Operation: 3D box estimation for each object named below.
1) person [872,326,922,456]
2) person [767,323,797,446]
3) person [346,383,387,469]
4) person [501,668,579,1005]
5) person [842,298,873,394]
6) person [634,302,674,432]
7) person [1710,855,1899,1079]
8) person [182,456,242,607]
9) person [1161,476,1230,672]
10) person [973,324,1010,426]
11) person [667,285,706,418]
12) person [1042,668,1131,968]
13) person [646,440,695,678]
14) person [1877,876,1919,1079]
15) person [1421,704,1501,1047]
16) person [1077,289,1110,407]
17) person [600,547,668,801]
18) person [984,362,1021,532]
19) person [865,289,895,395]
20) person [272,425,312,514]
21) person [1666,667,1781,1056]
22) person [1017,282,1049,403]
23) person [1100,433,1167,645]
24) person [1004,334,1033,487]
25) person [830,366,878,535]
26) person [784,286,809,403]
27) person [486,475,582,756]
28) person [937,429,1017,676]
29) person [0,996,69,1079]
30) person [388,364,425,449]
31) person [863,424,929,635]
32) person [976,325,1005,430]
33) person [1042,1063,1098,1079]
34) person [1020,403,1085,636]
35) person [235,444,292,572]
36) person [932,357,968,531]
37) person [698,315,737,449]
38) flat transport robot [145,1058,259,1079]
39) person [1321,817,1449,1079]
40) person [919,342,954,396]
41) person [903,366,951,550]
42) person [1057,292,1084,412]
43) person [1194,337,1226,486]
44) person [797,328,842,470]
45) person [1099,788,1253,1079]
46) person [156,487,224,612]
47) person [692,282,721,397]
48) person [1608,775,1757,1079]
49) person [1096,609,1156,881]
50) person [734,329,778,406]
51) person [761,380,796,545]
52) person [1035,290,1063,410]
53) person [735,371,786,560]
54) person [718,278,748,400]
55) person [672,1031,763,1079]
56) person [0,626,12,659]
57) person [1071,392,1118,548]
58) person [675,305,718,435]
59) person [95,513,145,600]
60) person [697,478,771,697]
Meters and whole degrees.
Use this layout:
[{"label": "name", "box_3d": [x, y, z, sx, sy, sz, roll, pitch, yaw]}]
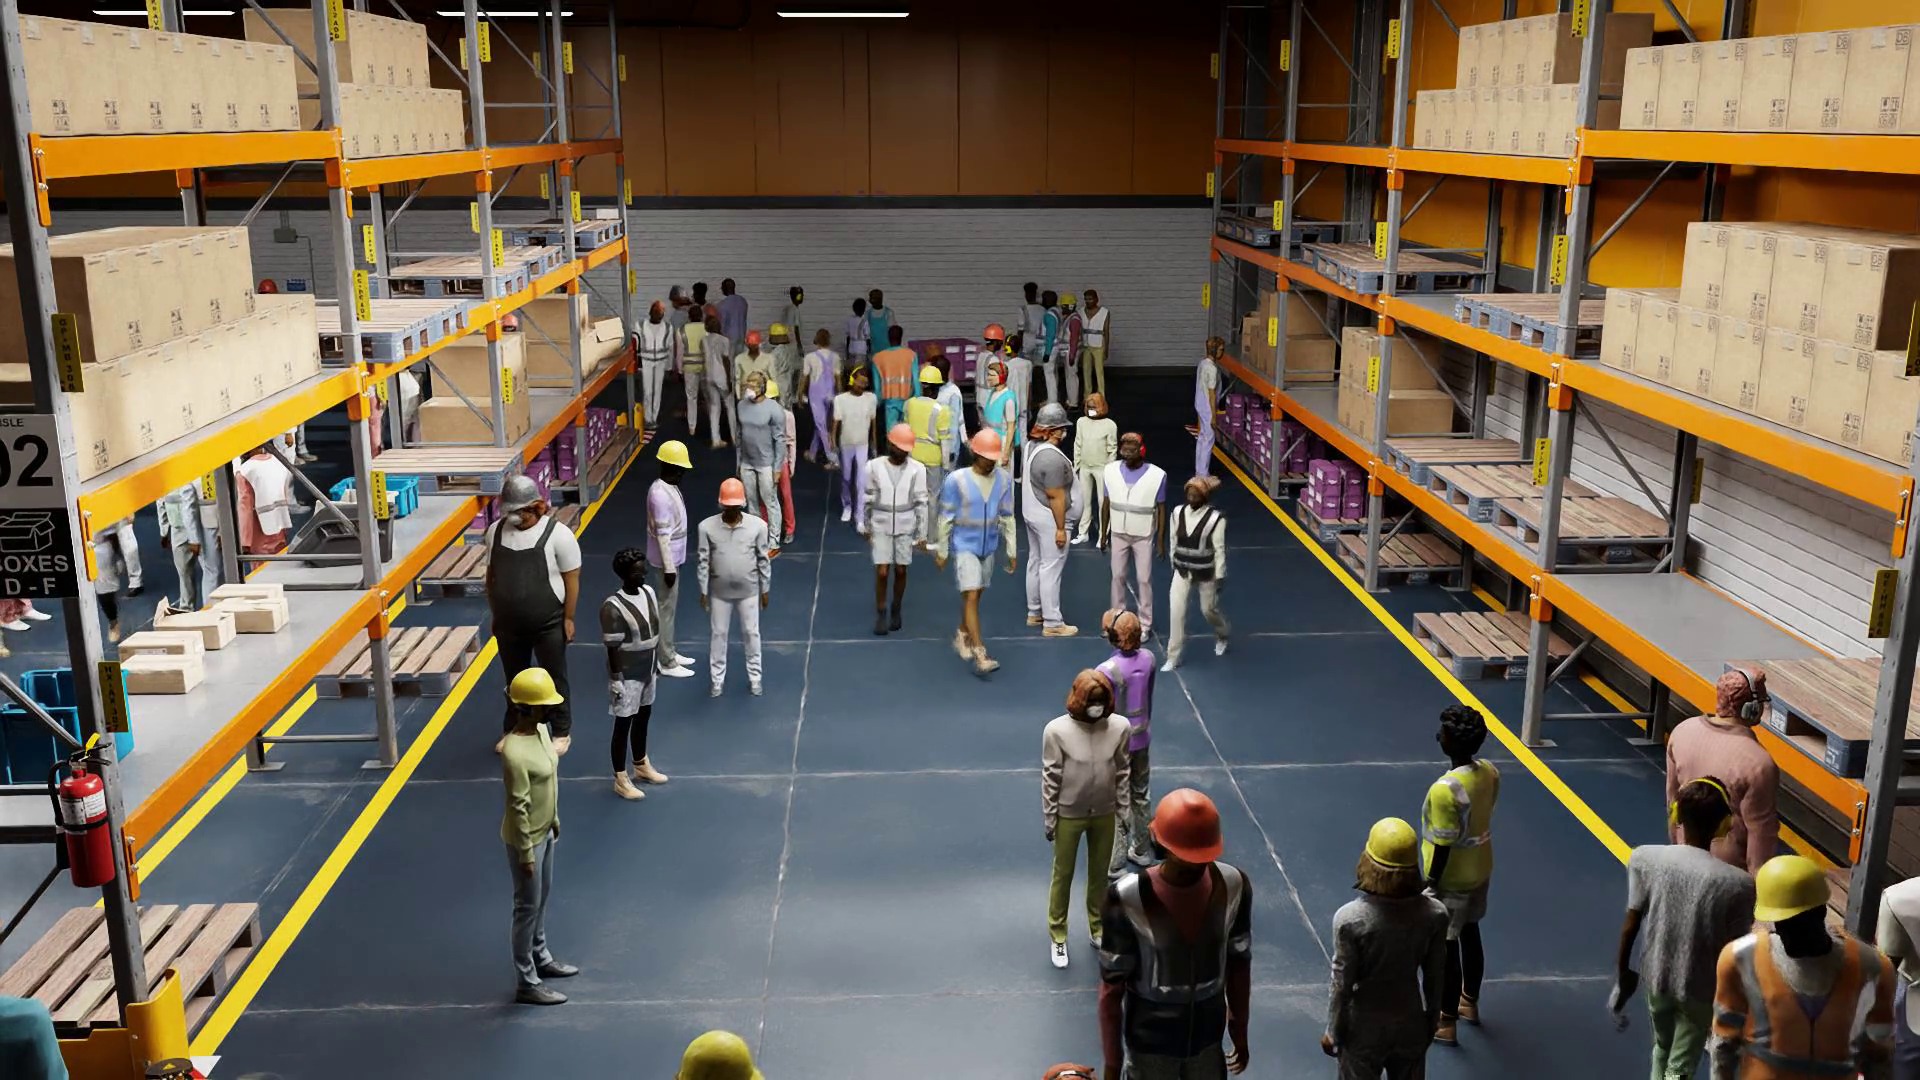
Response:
[{"label": "person", "box_3d": [-0.785, -1.788, 21.139, 0.645, 1.840, 1.020, 1, 14, 2]}, {"label": "person", "box_3d": [-2.411, -2.037, 22.331, 0.339, 1.737, 0.484, 5, 15, 18]}, {"label": "person", "box_3d": [-7.571, -1.873, 21.187, 0.620, 1.986, 0.408, 4, 15, 14]}, {"label": "person", "box_3d": [-2.140, 1.489, 8.434, 0.340, 1.762, 0.525, 0, 14, 1]}, {"label": "person", "box_3d": [-1.600, -2.958, 26.102, 0.888, 1.656, 0.537, -11, 18, -38]}, {"label": "person", "box_3d": [-4.405, -2.480, 23.861, 0.655, 1.836, 0.872, -5, 15, -17]}, {"label": "person", "box_3d": [3.038, 2.035, 6.030, 0.617, 1.884, 0.666, 4, 15, 15]}, {"label": "person", "box_3d": [-6.417, -0.098, 14.377, 0.405, 1.909, 0.597, 8, 16, 28]}, {"label": "person", "box_3d": [1.970, 0.251, 13.618, 0.522, 1.615, 0.748, 11, 18, 36]}, {"label": "person", "box_3d": [0.451, -1.916, 21.688, 0.628, 1.823, 0.719, 11, 18, 37]}, {"label": "person", "box_3d": [-4.032, -2.783, 24.644, 0.683, 2.000, 0.695, 6, 15, 21]}, {"label": "person", "box_3d": [0.669, 1.458, 8.811, 0.497, 1.632, 0.289, -5, 15, -17]}, {"label": "person", "box_3d": [-2.325, 0.144, 13.401, 0.387, 1.916, 0.585, -1, 14, -5]}, {"label": "person", "box_3d": [3.868, 1.919, 6.599, 0.559, 1.836, 0.394, 0, 14, -1]}, {"label": "person", "box_3d": [2.399, 1.614, 8.069, 0.318, 1.695, 0.539, 13, 19, 42]}, {"label": "person", "box_3d": [2.058, -2.973, 25.816, 0.574, 1.830, 0.410, 8, 16, 28]}, {"label": "person", "box_3d": [-2.151, 0.866, 11.005, 0.316, 1.695, 0.541, 6, 15, 22]}, {"label": "person", "box_3d": [0.446, -1.020, 18.111, 0.389, 1.847, 0.566, -6, 15, -21]}, {"label": "person", "box_3d": [-1.245, -2.992, 25.898, 0.531, 1.833, 0.376, 7, 16, 24]}, {"label": "person", "box_3d": [-7.674, -1.269, 18.884, 0.391, 1.948, 0.605, -8, 16, -28]}, {"label": "person", "box_3d": [3.669, 1.527, 7.993, 0.409, 1.908, 0.640, -5, 15, -18]}, {"label": "person", "box_3d": [1.183, -3.064, 26.008, 0.622, 1.922, 0.877, -6, 15, -21]}, {"label": "person", "box_3d": [1.477, -0.014, 14.213, 0.611, 1.829, 0.486, 6, 15, 21]}, {"label": "person", "box_3d": [0.667, -1.569, 20.243, 0.513, 1.862, 0.320, -9, 17, -32]}, {"label": "person", "box_3d": [-1.156, -1.011, 18.174, 0.532, 1.804, 1.025, -2, 14, -8]}, {"label": "person", "box_3d": [-2.533, -3.048, 26.067, 0.592, 1.844, 0.538, -7, 16, -24]}, {"label": "person", "box_3d": [-3.018, 0.525, 11.656, 0.681, 2.000, 0.536, 3, 15, 11]}, {"label": "person", "box_3d": [0.199, 0.097, 13.435, 0.627, 1.989, 1.021, -7, 16, -27]}, {"label": "person", "box_3d": [-3.258, 2.104, 5.569, 0.611, 1.985, 0.393, -3, 15, -12]}, {"label": "person", "box_3d": [-6.629, -1.464, 20.014, 0.315, 1.768, 0.526, 9, 17, 31]}, {"label": "person", "box_3d": [-0.557, -0.103, 14.410, 0.559, 1.888, 0.649, -1, 14, -4]}, {"label": "person", "box_3d": [0.400, -1.702, 20.629, 0.385, 1.929, 0.543, -5, 15, -19]}, {"label": "person", "box_3d": [0.311, 2.370, 4.743, 0.575, 1.880, 0.358, 2, 14, 6]}, {"label": "person", "box_3d": [0.815, -0.193, 14.475, 0.537, 2.000, 0.682, -5, 15, -19]}, {"label": "person", "box_3d": [-5.939, -0.064, 14.240, 0.402, 1.909, 0.599, 3, 15, 11]}, {"label": "person", "box_3d": [-0.158, -1.055, 18.152, 0.443, 1.895, 0.611, -6, 15, -21]}, {"label": "person", "box_3d": [-3.286, -2.162, 22.699, 0.598, 1.790, 0.647, 6, 15, 22]}, {"label": "flat transport robot", "box_3d": [-3.394, 2.632, 6.914, 0.652, 0.197, 1.431, 1, 14, 4]}, {"label": "person", "box_3d": [1.691, 1.940, 6.695, 0.494, 1.743, 0.308, -3, 15, -11]}, {"label": "person", "box_3d": [-0.312, -1.743, 21.400, 0.507, 1.617, 0.402, 1, 14, 3]}, {"label": "person", "box_3d": [-0.330, -0.854, 17.328, 0.582, 1.919, 0.392, 10, 17, 34]}, {"label": "person", "box_3d": [1.677, -2.868, 25.407, 0.403, 1.825, 0.591, -1, 14, -5]}, {"label": "person", "box_3d": [3.049, -1.567, 20.292, 0.360, 1.834, 0.520, -2, 14, -6]}, {"label": "person", "box_3d": [-1.779, -1.817, 21.353, 0.518, 1.795, 0.946, -11, 18, -36]}, {"label": "person", "box_3d": [0.829, 1.889, 6.332, 0.611, 2.032, 0.411, -4, 15, -15]}, {"label": "person", "box_3d": [-6.615, -0.099, 14.351, 0.587, 1.920, 0.390, 1, 14, 3]}, {"label": "person", "box_3d": [-3.934, -3.113, 26.217, 0.736, 1.923, 0.666, -9, 17, -31]}, {"label": "person", "box_3d": [2.991, 1.862, 6.885, 0.518, 1.839, 0.909, 13, 19, 41]}, {"label": "person", "box_3d": [0.957, 1.202, 9.798, 0.313, 1.639, 0.517, 13, 19, 42]}, {"label": "person", "box_3d": [-2.682, -1.929, 21.914, 0.570, 1.729, 0.709, 0, 14, -1]}, {"label": "person", "box_3d": [-1.978, -0.813, 17.483, 0.526, 1.758, 0.352, 3, 15, 10]}, {"label": "person", "box_3d": [1.370, -2.914, 25.559, 0.429, 1.842, 0.633, 3, 15, 12]}, {"label": "person", "box_3d": [-2.039, -0.759, 16.901, 0.627, 1.940, 0.370, 10, 17, 34]}, {"label": "person", "box_3d": [-3.627, -3.203, 26.520, 0.374, 1.933, 0.625, 10, 17, 33]}, {"label": "person", "box_3d": [-0.747, 2.323, 5.209, 0.322, 1.737, 0.485, 5, 15, 18]}, {"label": "person", "box_3d": [-8.429, -0.022, 13.806, 0.935, 2.000, 0.685, 8, 16, 29]}, {"label": "person", "box_3d": [1.406, -0.739, 17.433, 0.497, 1.632, 0.289, 9, 17, 32]}, {"label": "person", "box_3d": [-3.704, -2.408, 23.577, 0.622, 1.840, 0.429, -2, 14, -9]}, {"label": "person", "box_3d": [-7.946, -0.330, 15.457, 0.592, 1.823, 0.405, 2, 14, 8]}, {"label": "person", "box_3d": [-1.745, 0.369, 12.867, 0.568, 1.742, 0.351, -1, 14, -5]}]
